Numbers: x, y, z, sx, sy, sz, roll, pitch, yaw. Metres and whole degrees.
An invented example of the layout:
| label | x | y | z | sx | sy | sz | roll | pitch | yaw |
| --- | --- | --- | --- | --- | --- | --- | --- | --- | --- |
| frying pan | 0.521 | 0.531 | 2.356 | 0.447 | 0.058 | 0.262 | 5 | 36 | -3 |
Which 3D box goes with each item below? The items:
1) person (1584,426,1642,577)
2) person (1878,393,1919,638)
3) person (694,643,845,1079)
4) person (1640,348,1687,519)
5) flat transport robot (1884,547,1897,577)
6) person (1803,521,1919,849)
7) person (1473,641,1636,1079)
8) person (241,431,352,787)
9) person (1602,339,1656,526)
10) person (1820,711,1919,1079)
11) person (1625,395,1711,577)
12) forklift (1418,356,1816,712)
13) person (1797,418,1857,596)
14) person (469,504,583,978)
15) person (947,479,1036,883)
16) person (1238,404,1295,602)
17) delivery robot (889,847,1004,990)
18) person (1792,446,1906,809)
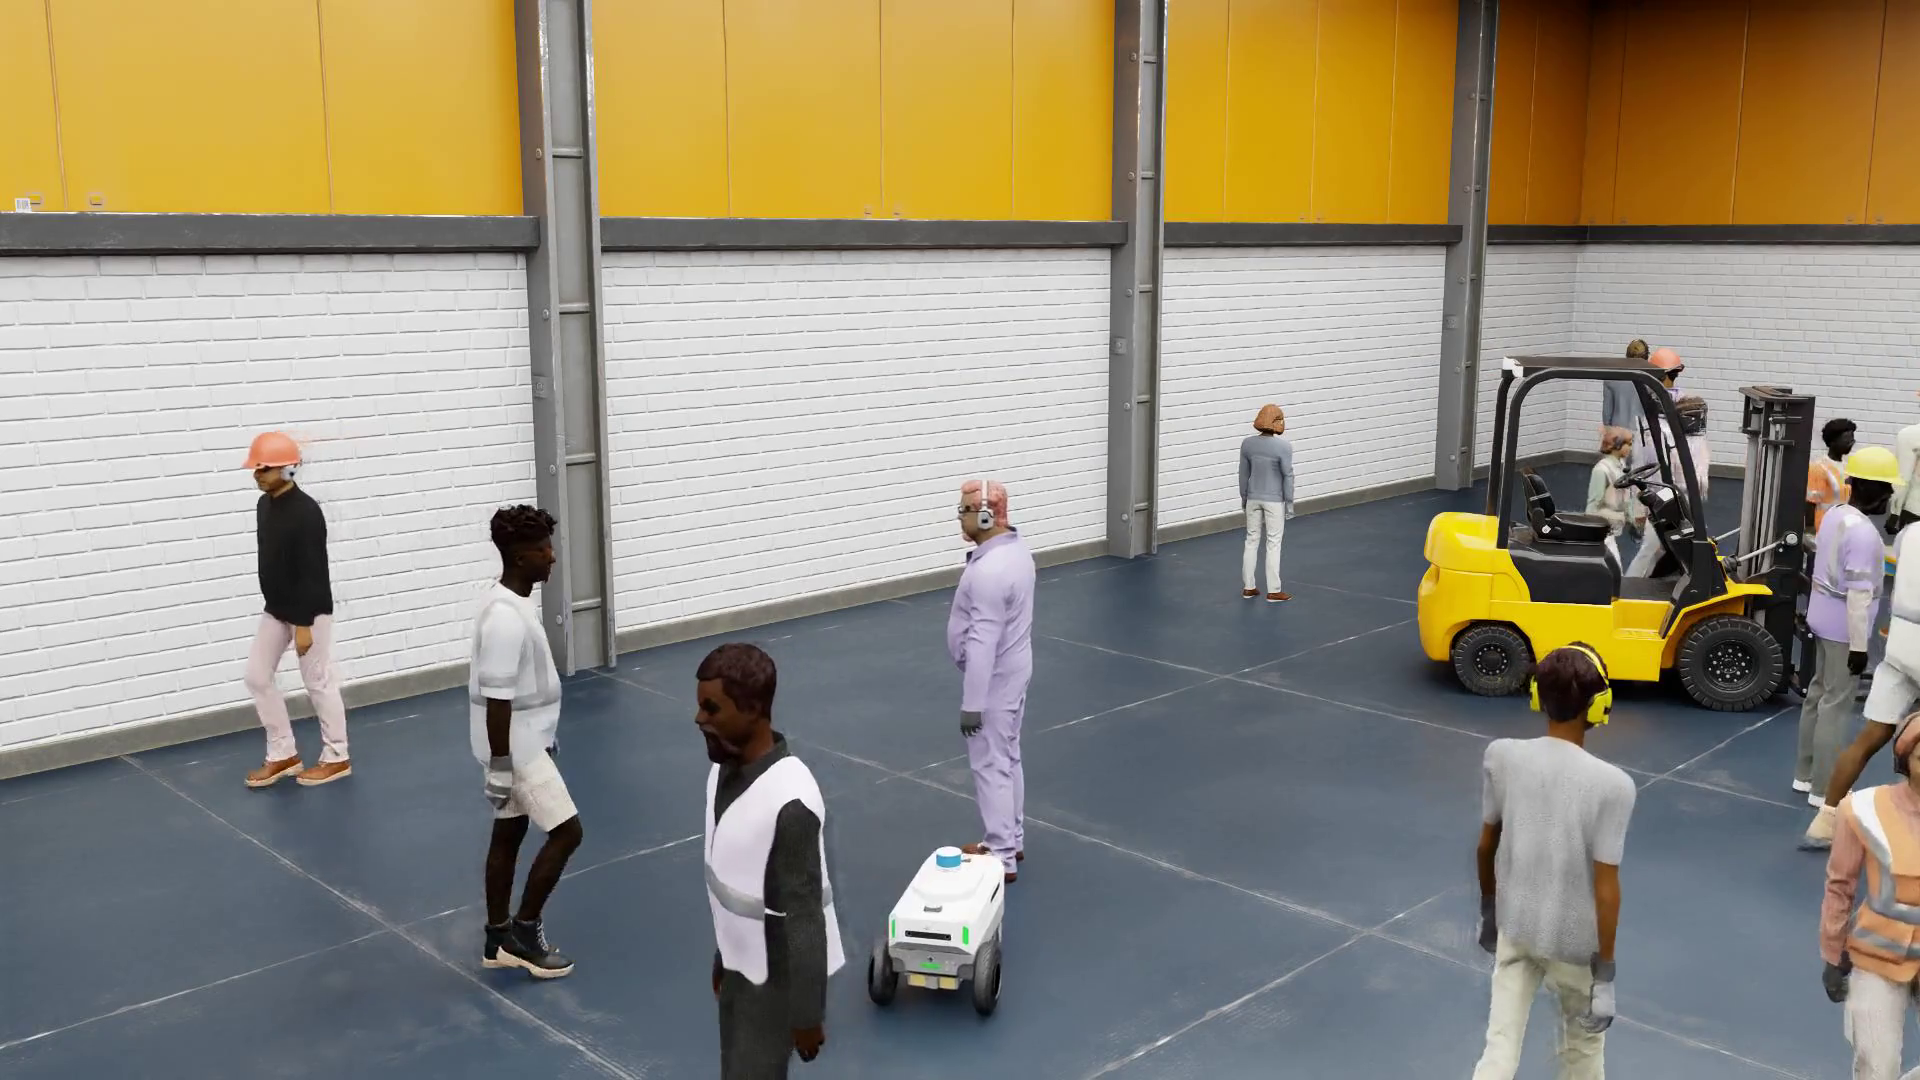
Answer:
| label | x | y | z | sx | sy | sz | roll | pitch | yaw |
| --- | --- | --- | --- | --- | --- | --- | --- | --- | --- |
| person | 4.825 | -0.066 | 12.535 | 0.819 | 1.595 | 0.508 | 7 | 12 | 32 |
| person | 7.159 | -0.227 | 12.306 | 0.608 | 1.995 | 0.377 | -1 | 10 | -5 |
| person | -0.514 | 1.211 | 4.727 | 0.510 | 1.901 | 0.586 | -5 | 11 | -23 |
| person | 6.021 | -0.630 | 14.373 | 0.376 | 2.042 | 0.615 | 9 | 14 | 40 |
| flat transport robot | 8.407 | 0.253 | 14.396 | 0.652 | 0.197 | 1.431 | 1 | 10 | 5 |
| person | 4.649 | 0.575 | 7.977 | 1.067 | 1.993 | 0.612 | -1 | 10 | -8 |
| person | 1.780 | 1.196 | 5.048 | 1.002 | 1.817 | 0.544 | -9 | 14 | -42 |
| person | -3.655 | 0.392 | 8.992 | 0.645 | 1.965 | 0.678 | 9 | 14 | 40 |
| person | 6.988 | -1.115 | 17.301 | 0.372 | 1.940 | 0.627 | -10 | 14 | -42 |
| person | 2.888 | 1.284 | 5.060 | 0.530 | 1.624 | 0.502 | 3 | 11 | 17 |
| person | 5.531 | -0.233 | 12.888 | 0.613 | 1.800 | 0.921 | -5 | 12 | -26 |
| forklift | 4.276 | -0.101 | 11.076 | 2.313 | 2.155 | 1.214 | 2 | 11 | 13 |
| person | 6.404 | -0.082 | 12.351 | 0.543 | 1.681 | 0.498 | -7 | 12 | -32 |
| person | -1.756 | 0.815 | 6.742 | 0.510 | 1.947 | 0.609 | -3 | 11 | -18 |
| person | 0.136 | 0.653 | 7.780 | 0.399 | 1.901 | 0.649 | 3 | 11 | 14 |
| person | 2.533 | -0.308 | 13.733 | 0.509 | 1.632 | 0.269 | 10 | 14 | 42 |
| delivery robot | -0.045 | 1.477 | 6.687 | 0.477 | 0.478 | 0.707 | 2 | 11 | 13 |
| person | 4.668 | 0.462 | 8.743 | 0.382 | 1.923 | 0.591 | 3 | 11 | 14 |
